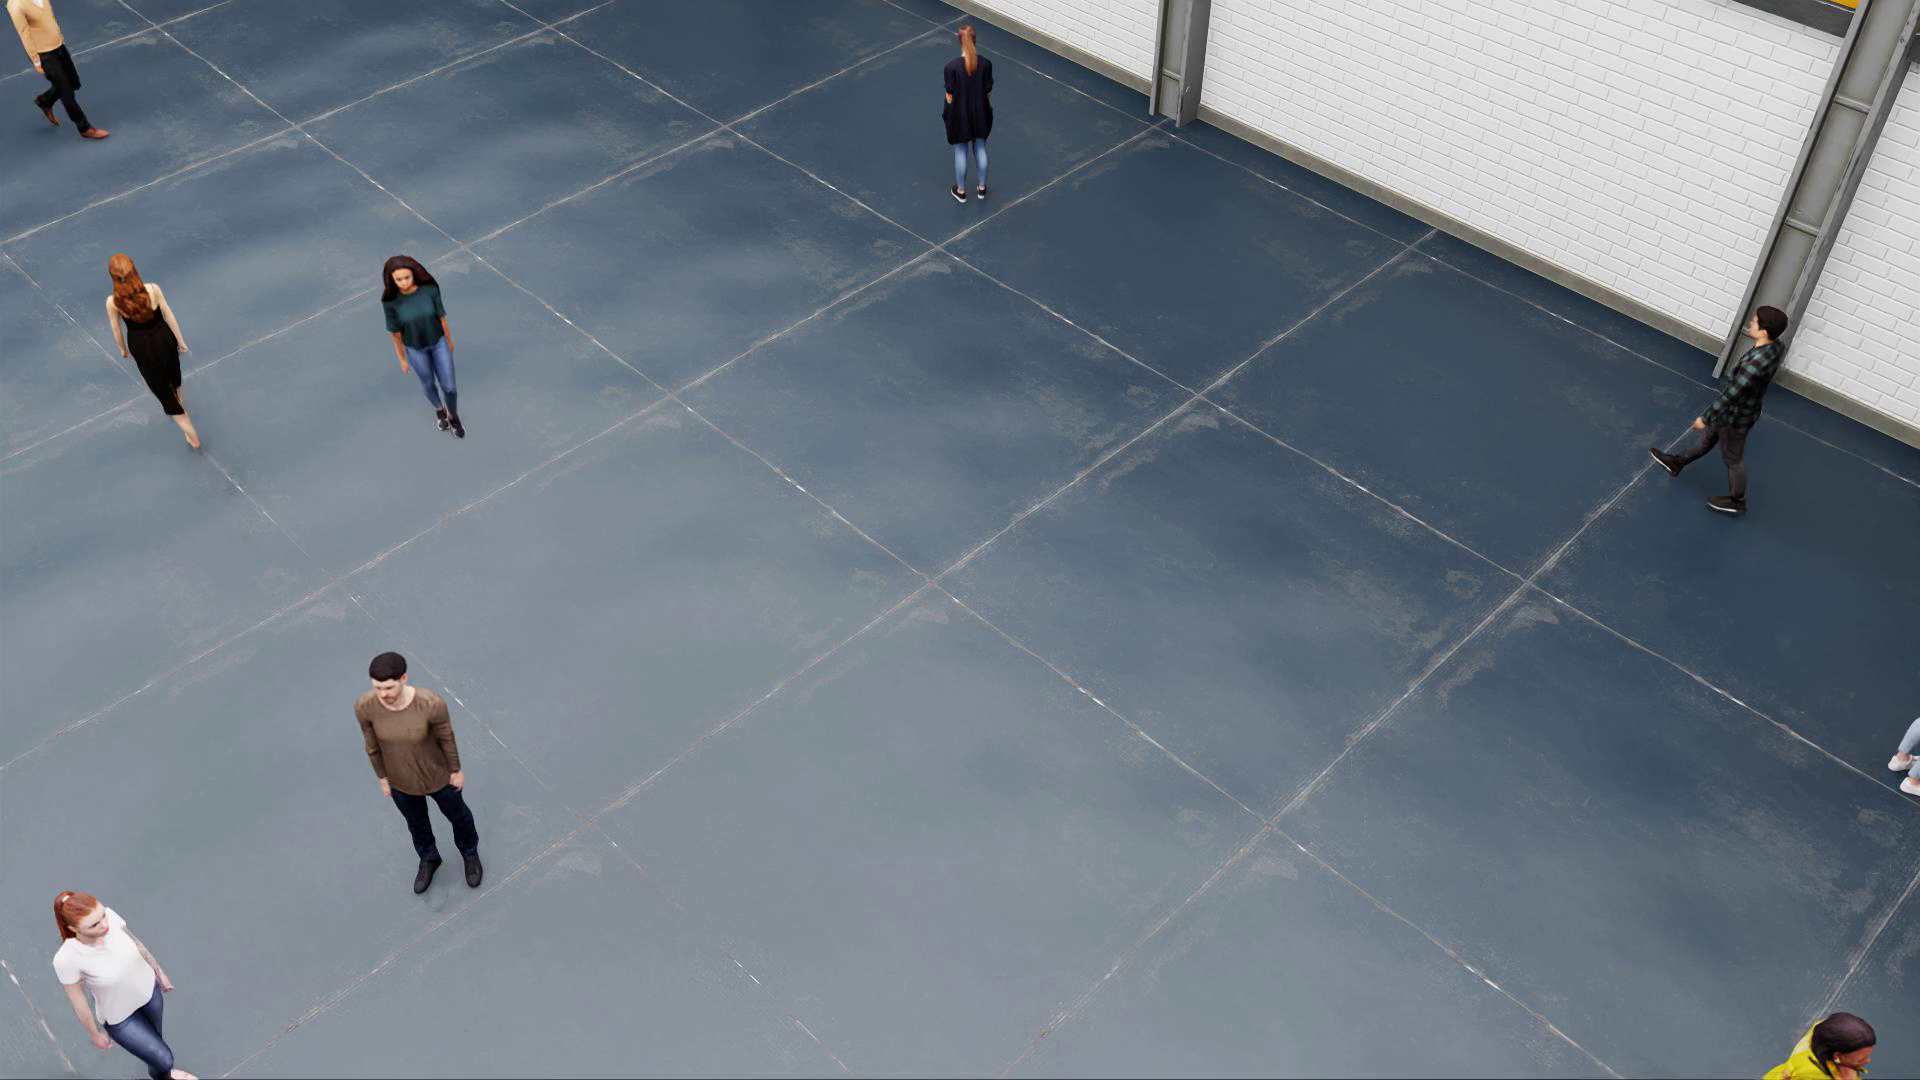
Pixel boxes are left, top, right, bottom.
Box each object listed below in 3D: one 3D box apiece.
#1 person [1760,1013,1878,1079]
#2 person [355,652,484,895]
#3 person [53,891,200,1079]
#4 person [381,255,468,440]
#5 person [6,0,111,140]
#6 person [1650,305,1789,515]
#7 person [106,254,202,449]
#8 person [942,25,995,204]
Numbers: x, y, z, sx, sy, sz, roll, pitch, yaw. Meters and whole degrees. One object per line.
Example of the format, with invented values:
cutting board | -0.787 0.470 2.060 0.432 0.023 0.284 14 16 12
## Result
person | 3.998 2.770 8.034 0.783 1.661 0.875 27 50 25
person | -3.053 1.294 9.419 0.746 1.888 0.791 -3 44 -4
person | -4.309 2.330 8.450 0.762 1.724 0.720 10 44 10
person | -4.055 -1.511 12.572 0.712 1.600 0.768 -16 46 -16
person | -8.679 -4.611 15.726 1.099 1.738 0.990 6 44 6
person | 5.624 -0.891 11.844 1.069 1.686 0.791 27 50 25
person | -6.008 -1.373 12.448 0.683 1.572 1.109 -27 50 -26
person | 0.082 -3.820 14.934 0.720 1.685 0.738 -8 44 -9
